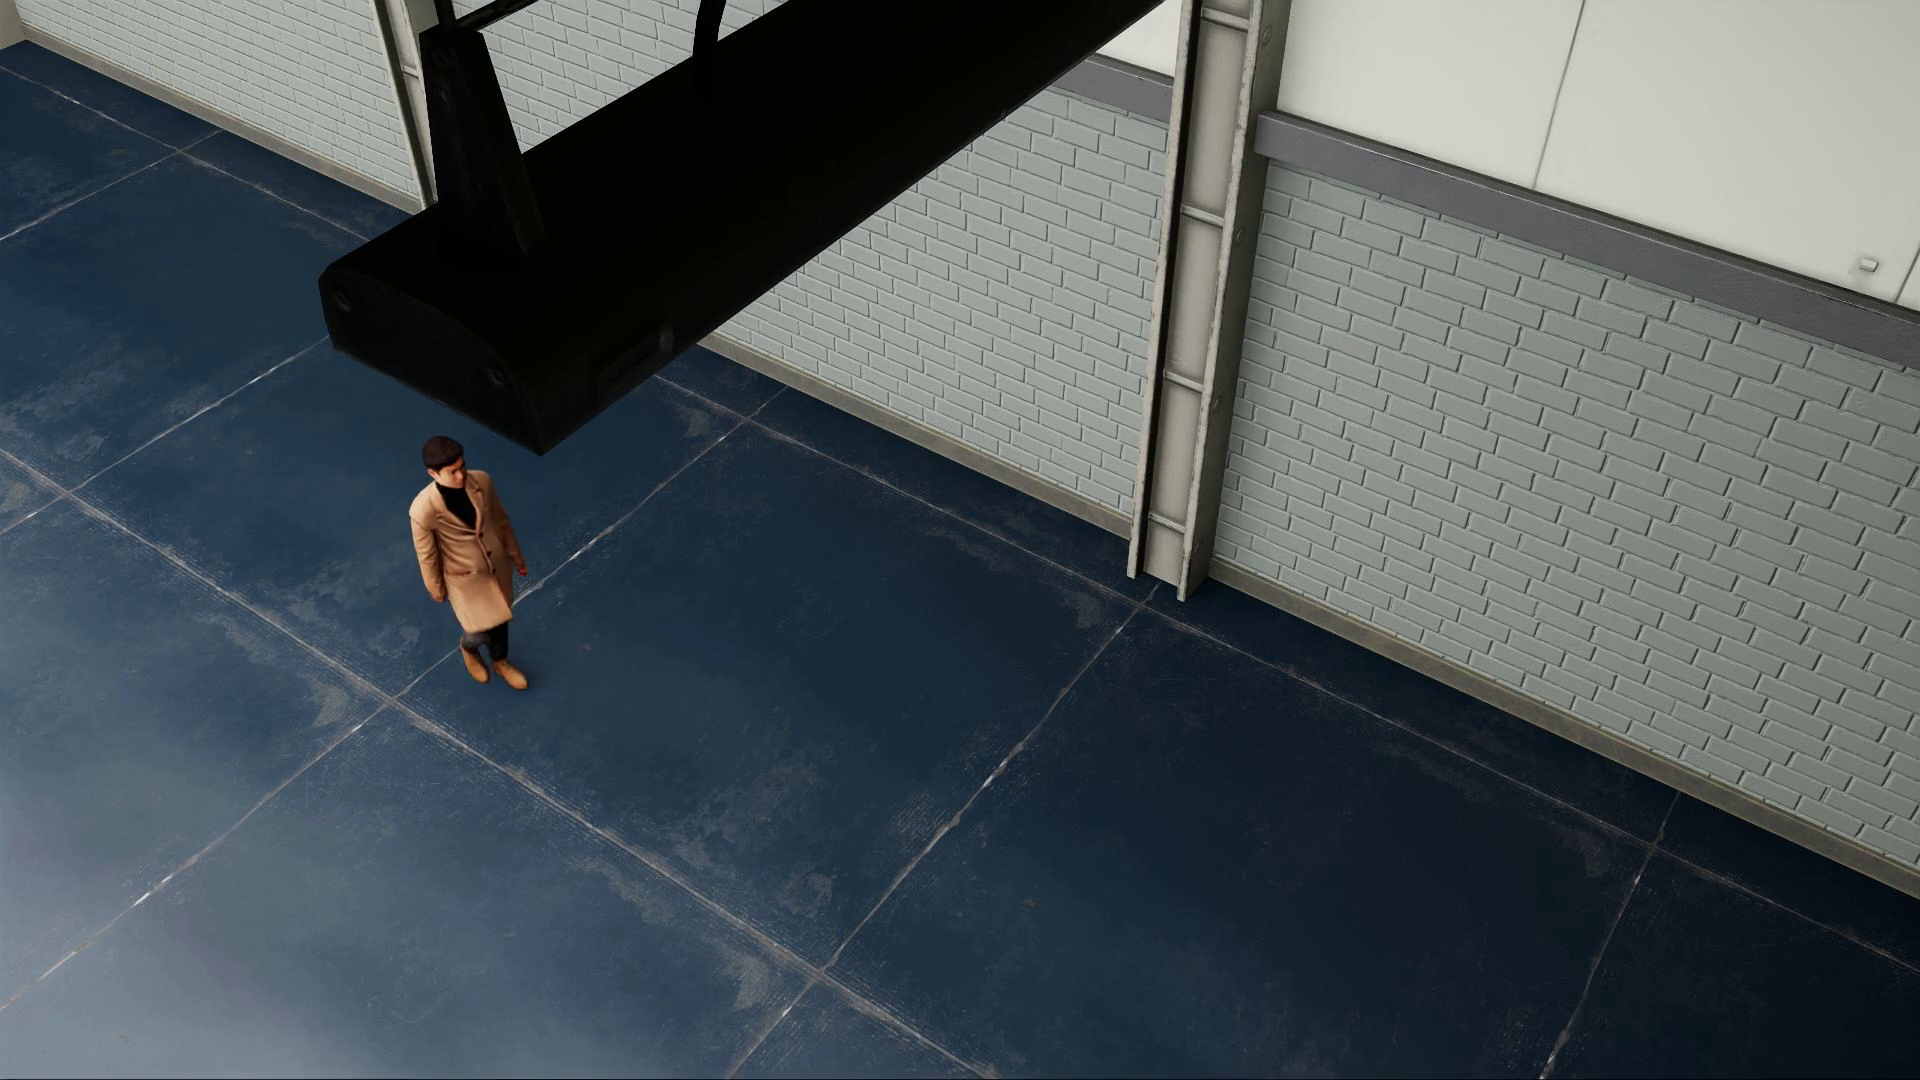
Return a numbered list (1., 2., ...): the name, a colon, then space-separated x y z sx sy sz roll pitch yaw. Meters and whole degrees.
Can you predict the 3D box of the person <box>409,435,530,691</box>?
1. person: -2.589 0.105 8.709 0.740 1.714 0.656 29 50 27
